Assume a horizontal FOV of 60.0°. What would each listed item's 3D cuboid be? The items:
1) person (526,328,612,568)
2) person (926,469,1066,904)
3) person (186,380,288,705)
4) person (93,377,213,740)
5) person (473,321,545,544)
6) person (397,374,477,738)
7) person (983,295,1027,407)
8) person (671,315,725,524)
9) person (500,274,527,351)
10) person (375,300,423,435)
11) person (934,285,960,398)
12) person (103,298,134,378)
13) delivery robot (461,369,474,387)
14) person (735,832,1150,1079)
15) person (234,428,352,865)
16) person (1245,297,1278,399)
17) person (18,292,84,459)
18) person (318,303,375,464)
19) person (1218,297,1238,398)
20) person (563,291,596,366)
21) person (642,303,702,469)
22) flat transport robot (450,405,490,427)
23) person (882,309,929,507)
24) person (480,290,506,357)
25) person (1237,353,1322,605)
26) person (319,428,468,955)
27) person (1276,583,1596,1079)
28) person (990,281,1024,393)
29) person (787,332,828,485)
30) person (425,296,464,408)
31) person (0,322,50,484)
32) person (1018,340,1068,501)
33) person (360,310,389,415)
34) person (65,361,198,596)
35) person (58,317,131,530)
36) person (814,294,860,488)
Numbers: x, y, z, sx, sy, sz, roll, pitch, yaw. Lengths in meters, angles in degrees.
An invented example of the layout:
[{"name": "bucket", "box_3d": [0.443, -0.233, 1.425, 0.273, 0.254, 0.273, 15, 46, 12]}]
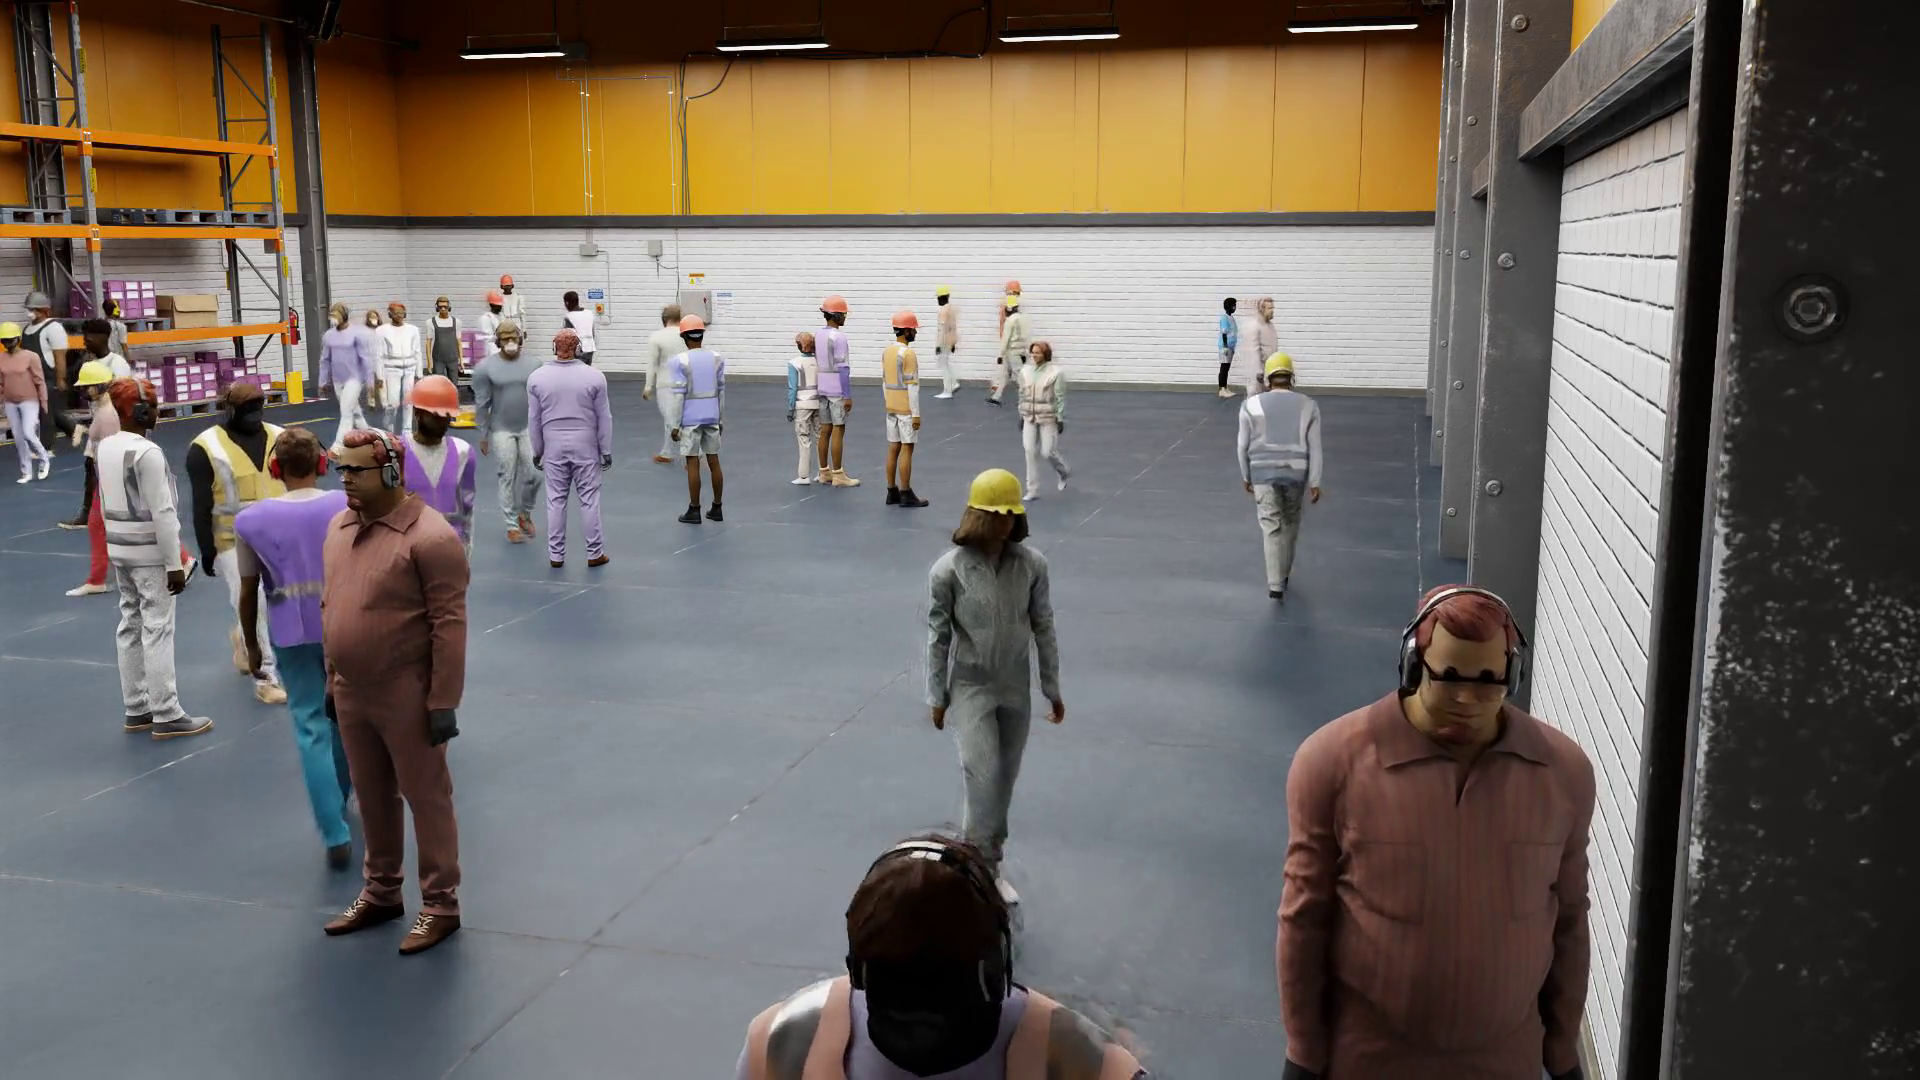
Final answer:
[{"name": "person", "box_3d": [-3.088, -0.727, 13.244, 0.651, 1.907, 0.409, -1, 10, -4]}, {"name": "person", "box_3d": [0.157, 0.589, 6.301, 0.501, 1.725, 0.575, -6, 11, -28]}, {"name": "person", "box_3d": [-4.050, -0.014, 9.476, 0.803, 1.818, 0.636, 9, 13, 40]}, {"name": "person", "box_3d": [-4.228, 0.097, 8.652, 0.576, 1.883, 0.355, 7, 12, 35]}, {"name": "person", "box_3d": [-3.830, -0.918, 14.281, 0.651, 1.919, 0.449, -6, 11, -29]}, {"name": "person", "box_3d": [-2.839, 0.066, 8.778, 0.563, 1.908, 0.708, -7, 12, -36]}, {"name": "person", "box_3d": [0.801, -2.969, 26.294, 0.922, 1.782, 0.616, 4, 11, 21]}, {"name": "person", "box_3d": [-2.431, -1.111, 15.365, 0.542, 1.927, 0.381, -8, 13, -38]}, {"name": "person", "box_3d": [-8.462, -3.967, 31.267, 0.613, 2.029, 0.408, -5, 11, -24]}, {"name": "person", "box_3d": [-7.163, -2.124, 21.282, 0.577, 1.872, 0.423, -7, 12, -36]}, {"name": "person", "box_3d": [-0.269, -3.331, 27.987, 0.415, 1.915, 0.589, 2, 10, 11]}, {"name": "person", "box_3d": [-11.293, -2.298, 22.260, 0.531, 1.867, 0.310, 3, 11, 19]}, {"name": "delivery robot", "box_3d": [-8.667, -2.869, 28.934, 0.707, 0.478, 0.477, -2, 10, -12]}, {"name": "person", "box_3d": [-0.030, 1.255, 2.367, 0.626, 1.797, 0.983, 2, 10, 10]}, {"name": "person", "box_3d": [-2.750, 0.418, 7.103, 0.584, 1.780, 0.999, -5, 11, -27]}, {"name": "person", "box_3d": [4.021, -2.221, 21.779, 0.677, 1.885, 0.649, 9, 13, 41]}, {"name": "person", "box_3d": [-11.072, -2.027, 20.229, 0.691, 2.000, 0.781, 6, 12, 31]}, {"name": "person", "box_3d": [-7.316, -1.855, 19.698, 0.662, 1.878, 1.043, 5, 11, 24]}, {"name": "person", "box_3d": [4.545, -3.268, 28.232, 0.318, 1.696, 0.533, 4, 11, 21]}, {"name": "person", "box_3d": [-5.676, -2.778, 24.926, 0.481, 1.893, 0.713, 4, 11, 22]}, {"name": "person", "box_3d": [-3.271, -1.769, 19.168, 0.948, 1.909, 0.634, 8, 13, 39]}, {"name": "flat transport robot", "box_3d": [-7.088, -1.796, 23.931, 0.652, 0.197, 1.431, -5, 11, -26]}, {"name": "person", "box_3d": [-0.542, -1.288, 16.336, 0.357, 1.937, 0.551, -6, 12, -32]}, {"name": "person", "box_3d": [-6.906, -2.782, 24.892, 0.407, 1.905, 0.578, 4, 11, 20]}, {"name": "person", "box_3d": [2.308, -0.462, 12.117, 0.581, 1.775, 0.931, 0, 10, 0]}, {"name": "person", "box_3d": [-2.093, 0.542, 6.061, 0.651, 1.907, 0.409, 5, 11, 28]}, {"name": "person", "box_3d": [0.961, 1.022, 3.363, 0.639, 1.902, 0.407, 0, 10, -1]}, {"name": "person", "box_3d": [0.919, -3.519, 28.917, 0.846, 1.959, 0.645, 2, 10, 14]}, {"name": "person", "box_3d": [-1.627, -1.403, 17.825, 0.514, 1.642, 0.314, -9, 13, -40]}, {"name": "person", "box_3d": [-7.358, -2.557, 23.780, 0.513, 1.844, 0.328, -6, 11, -29]}, {"name": "person", "box_3d": [-10.115, -1.470, 17.887, 0.522, 1.746, 0.396, 0, 10, 2]}, {"name": "person", "box_3d": [0.847, -1.217, 16.825, 0.519, 1.625, 0.568, 7, 12, 33]}, {"name": "person", "box_3d": [-8.910, -2.700, 25.333, 0.495, 1.585, 0.872, -5, 11, -27]}, {"name": "person", "box_3d": [-6.126, -0.452, 12.206, 0.832, 1.734, 0.527, -6, 12, -30]}, {"name": "person", "box_3d": [-7.704, -1.068, 15.156, 0.621, 1.925, 0.997, 7, 12, 35]}, {"name": "person", "box_3d": [-1.324, -1.577, 17.671, 0.371, 2.044, 0.608, -7, 12, -34]}]
